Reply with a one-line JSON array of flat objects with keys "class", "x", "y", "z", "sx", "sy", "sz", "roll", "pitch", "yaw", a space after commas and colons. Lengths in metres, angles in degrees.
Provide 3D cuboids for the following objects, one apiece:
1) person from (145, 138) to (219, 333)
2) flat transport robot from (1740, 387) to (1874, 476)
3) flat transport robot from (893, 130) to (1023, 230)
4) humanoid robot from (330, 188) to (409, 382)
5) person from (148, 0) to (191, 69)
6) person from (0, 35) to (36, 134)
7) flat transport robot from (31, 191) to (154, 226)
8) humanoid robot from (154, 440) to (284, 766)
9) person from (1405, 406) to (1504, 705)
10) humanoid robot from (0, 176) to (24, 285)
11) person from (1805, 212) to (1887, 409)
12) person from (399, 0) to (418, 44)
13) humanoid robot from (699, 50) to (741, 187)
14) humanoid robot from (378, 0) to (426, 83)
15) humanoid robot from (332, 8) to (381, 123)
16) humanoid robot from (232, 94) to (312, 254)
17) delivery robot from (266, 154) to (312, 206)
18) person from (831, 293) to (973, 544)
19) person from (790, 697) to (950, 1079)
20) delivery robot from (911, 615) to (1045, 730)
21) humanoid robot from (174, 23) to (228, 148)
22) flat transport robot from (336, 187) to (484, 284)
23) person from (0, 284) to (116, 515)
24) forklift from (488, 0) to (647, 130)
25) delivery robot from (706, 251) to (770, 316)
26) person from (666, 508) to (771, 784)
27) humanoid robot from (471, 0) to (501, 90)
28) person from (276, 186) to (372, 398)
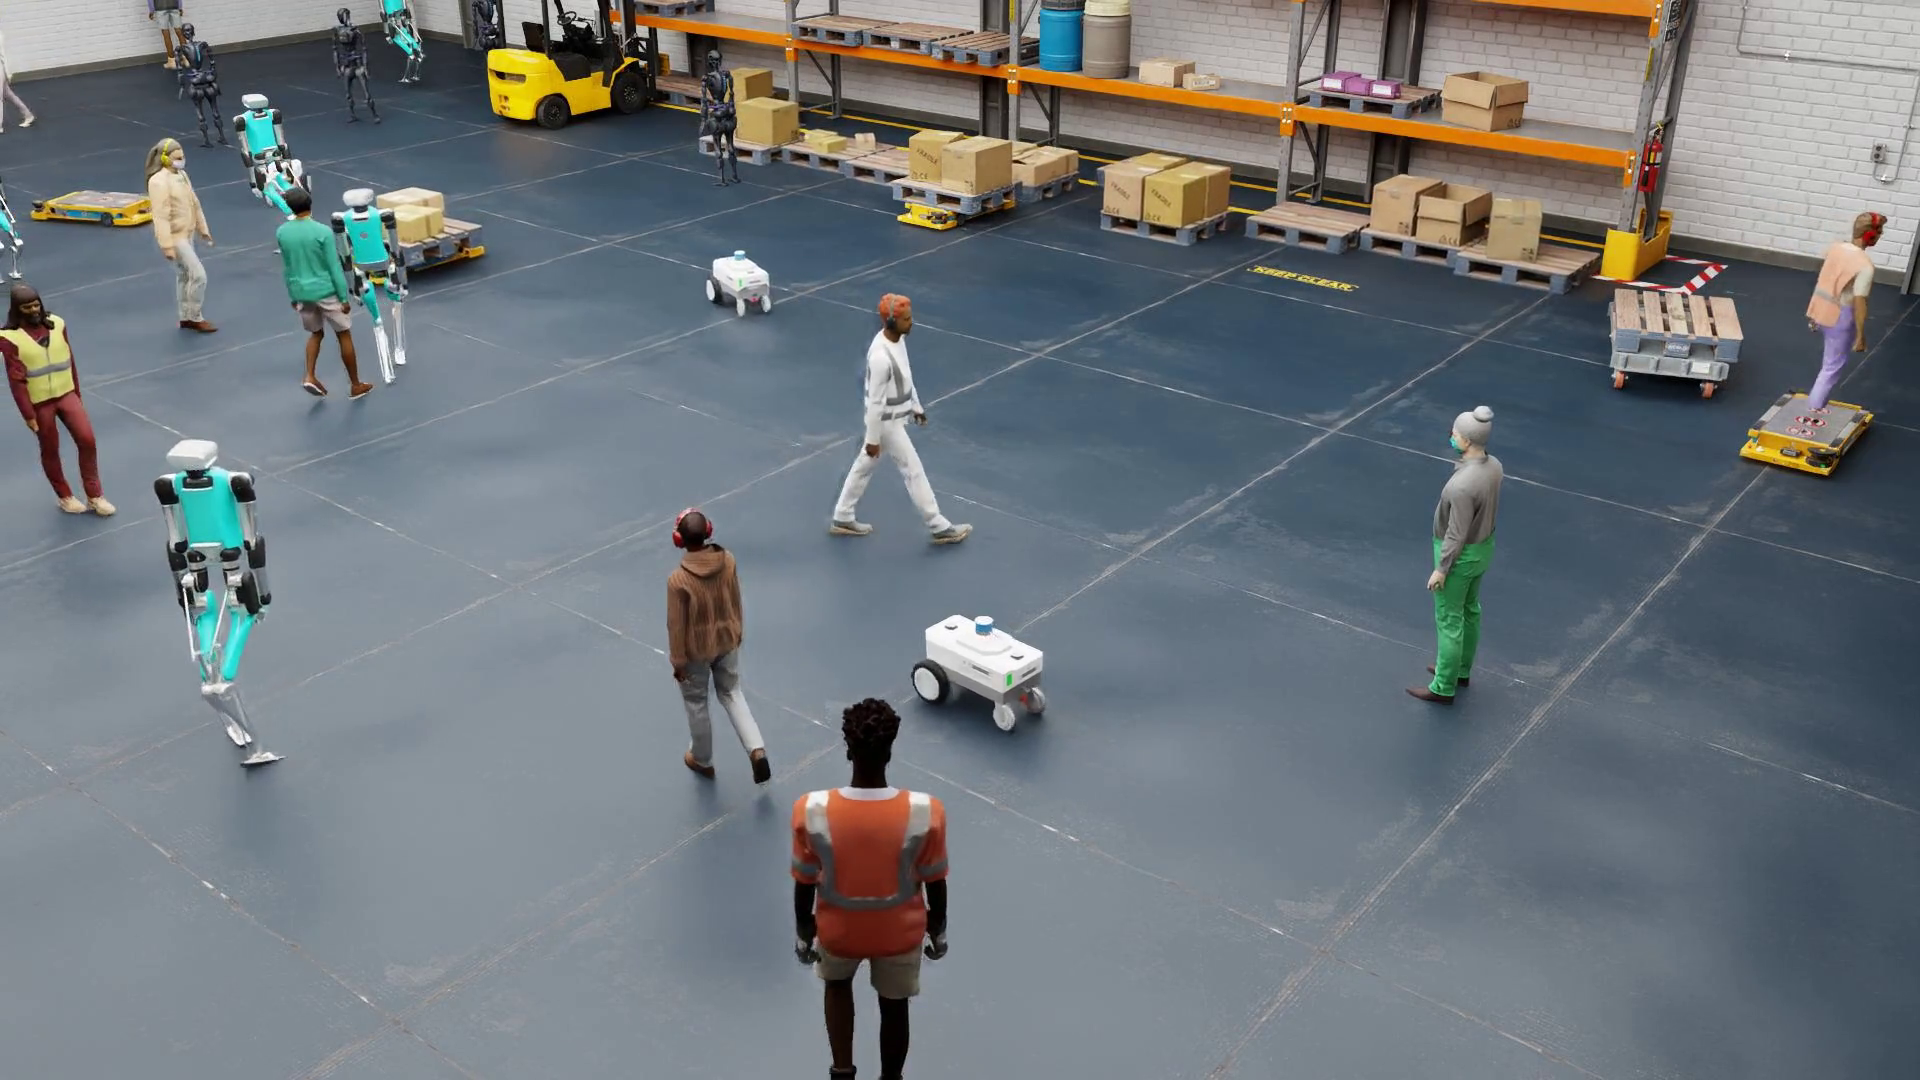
[{"class": "person", "x": -7.297, "y": -2.849, "z": 15.641, "sx": 0.558, "sy": 1.851, "sz": 0.598, "roll": -1, "pitch": 26, "yaw": -1}, {"class": "flat transport robot", "x": 6.841, "y": -0.882, "z": 13.396, "sx": 0.659, "sy": 0.231, "sz": 1.431, "roll": 19, "pitch": 32, "yaw": 34}, {"class": "flat transport robot", "x": -0.027, "y": -3.956, "z": 19.764, "sx": 0.659, "sy": 0.231, "sz": 1.431, "roll": 19, "pitch": 32, "yaw": 34}, {"class": "humanoid robot", "x": -5.091, "y": -2.285, "z": 14.669, "sx": 0.530, "sy": 1.786, "sz": 0.884, "roll": -3, "pitch": 26, "yaw": -6}, {"class": "person", "x": -13.550, "y": -9.082, "z": 28.341, "sx": 0.375, "sy": 2.045, "sz": 0.605, "roll": 20, "pitch": 32, "yaw": 35}, {"class": "person", "x": -13.774, "y": -6.720, "z": 23.801, "sx": 0.519, "sy": 1.724, "sz": 0.884, "roll": 15, "pitch": 29, "yaw": 28}, {"class": "flat transport robot", "x": -10.180, "y": -3.931, "z": 19.711, "sx": 1.431, "sy": 0.231, "sz": 0.659, "roll": 6, "pitch": 26, "yaw": 13}, {"class": "humanoid robot", "x": -4.068, "y": 0.409, "z": 9.034, "sx": 0.601, "sy": 1.776, "sz": 0.861, "roll": 1, "pitch": 26, "yaw": 1}, {"class": "person", "x": 2.881, "y": 0.077, "z": 9.590, "sx": 0.340, "sy": 1.854, "sz": 0.514, "roll": 20, "pitch": 32, "yaw": 35}, {"class": "humanoid robot", "x": -9.815, "y": -3.401, "z": 16.772, "sx": 0.735, "sy": 1.677, "sz": 0.533, "roll": 19, "pitch": 32, "yaw": 34}, {"class": "person", "x": 7.071, "y": -1.729, "z": 13.351, "sx": 0.490, "sy": 1.825, "sz": 0.616, "roll": -1, "pitch": 26, "yaw": -3}, {"class": "person", "x": -10.299, "y": -10.004, "z": 30.708, "sx": 0.309, "sy": 1.642, "sz": 0.514, "roll": 20, "pitch": 32, "yaw": 35}, {"class": "humanoid robot", "x": -3.029, "y": -5.314, "z": 20.941, "sx": 0.315, "sy": 1.657, "sz": 0.599, "roll": 19, "pitch": 32, "yaw": 34}, {"class": "humanoid robot", "x": -8.909, "y": -8.192, "z": 26.699, "sx": 0.735, "sy": 1.672, "sz": 0.533, "roll": 19, "pitch": 32, "yaw": 34}, {"class": "humanoid robot", "x": -8.856, "y": -6.939, "z": 24.315, "sx": 0.583, "sy": 1.636, "sz": 0.389, "roll": 5, "pitch": 26, "yaw": 11}, {"class": "humanoid robot", "x": -7.258, "y": -3.877, "z": 17.758, "sx": 0.735, "sy": 1.677, "sz": 0.533, "roll": 19, "pitch": 32, "yaw": 34}, {"class": "delivery robot", "x": -8.318, "y": -4.441, "z": 20.457, "sx": 0.499, "sy": 0.611, "sz": 0.792, "roll": -4, "pitch": 26, "yaw": -8}, {"class": "person", "x": -0.458, "y": -0.829, "z": 11.512, "sx": 1.038, "sy": 1.821, "sz": 0.574, "roll": 1, "pitch": 26, "yaw": 2}, {"class": "person", "x": -0.343, "y": 1.496, "z": 6.538, "sx": 0.614, "sy": 1.954, "sz": 0.440, "roll": 0, "pitch": 26, "yaw": 0}, {"class": "delivery robot", "x": 0.117, "y": 0.730, "z": 9.750, "sx": 0.801, "sy": 0.612, "sz": 0.499, "roll": 22, "pitch": 33, "yaw": 38}, {"class": "humanoid robot", "x": -10.489, "y": -6.275, "z": 22.934, "sx": 0.315, "sy": 1.653, "sz": 0.599, "roll": 19, "pitch": 32, "yaw": 34}, {"class": "flat transport robot", "x": -5.889, "y": -3.044, "z": 17.874, "sx": 0.659, "sy": 0.231, "sz": 1.431, "roll": 16, "pitch": 30, "yaw": 30}, {"class": "person", "x": -6.451, "y": -0.962, "z": 11.855, "sx": 0.658, "sy": 1.749, "sz": 0.499, "roll": 19, "pitch": 31, "yaw": 34}, {"class": "forklift", "x": -5.874, "y": -7.334, "z": 24.552, "sx": 1.214, "sy": 2.155, "sz": 2.313, "roll": 19, "pitch": 32, "yaw": 34}, {"class": "delivery robot", "x": -2.188, "y": -2.585, "z": 16.589, "sx": 0.499, "sy": 0.590, "sz": 0.793, "roll": -14, "pitch": 29, "yaw": -27}, {"class": "person", "x": -1.305, "y": 0.587, "z": 8.773, "sx": 0.483, "sy": 1.632, "sz": 0.573, "roll": -20, "pitch": 32, "yaw": -36}, {"class": "humanoid robot", "x": -7.558, "y": -8.091, "z": 26.692, "sx": 0.315, "sy": 1.657, "sz": 0.599, "roll": 19, "pitch": 32, "yaw": 34}, {"class": "person", "x": -5.444, "y": -2.048, "z": 14.022, "sx": 0.561, "sy": 1.816, "sz": 0.545, "roll": 1, "pitch": 26, "yaw": 3}]
